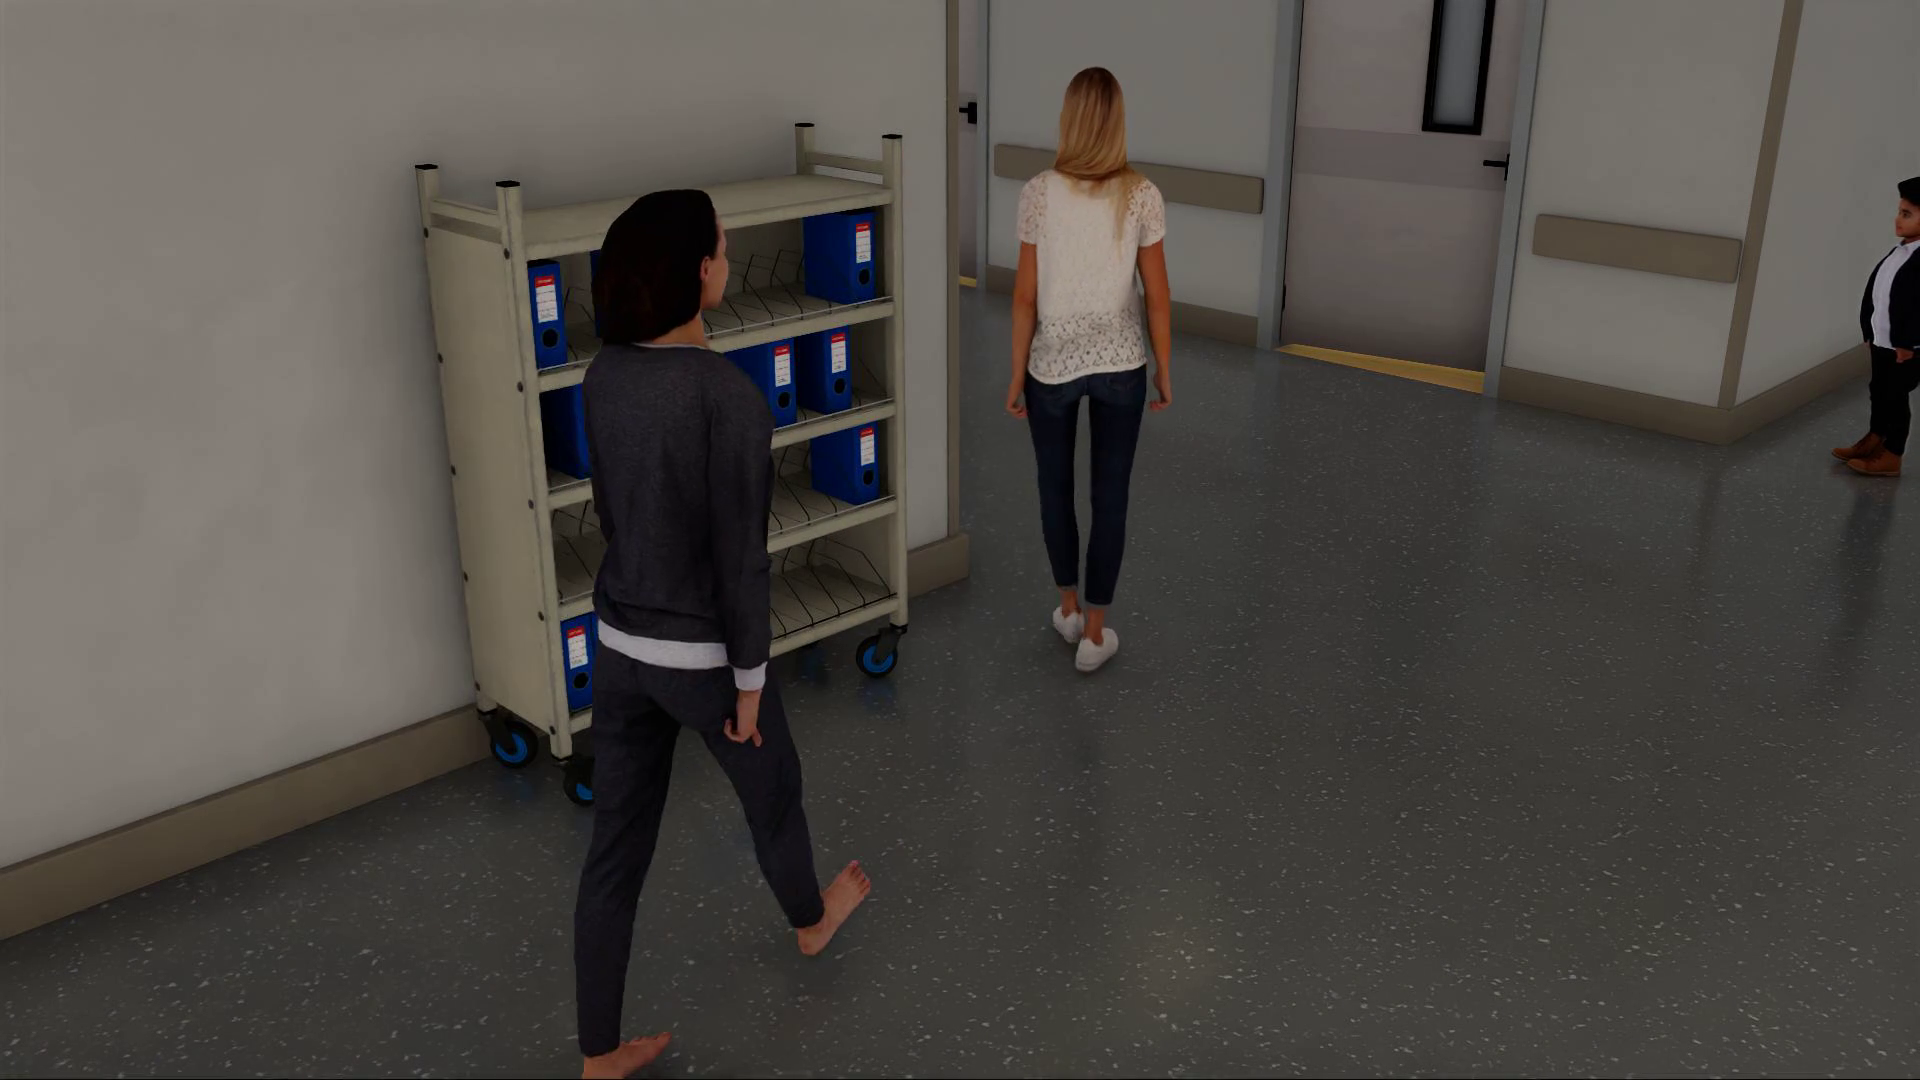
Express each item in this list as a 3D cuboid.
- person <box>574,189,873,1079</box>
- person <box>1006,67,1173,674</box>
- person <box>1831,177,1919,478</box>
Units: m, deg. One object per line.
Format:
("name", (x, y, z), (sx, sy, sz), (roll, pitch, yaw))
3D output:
("person", (-0.579, 0.260, 3.136), (0.852, 1.721, 1.163), (10, 23, 25))
("person", (0.363, -0.449, 4.896), (0.807, 1.799, 0.861), (2, 21, 6))
("person", (3.875, -0.874, 6.831), (0.636, 1.223, 0.572), (1, 21, 2))
